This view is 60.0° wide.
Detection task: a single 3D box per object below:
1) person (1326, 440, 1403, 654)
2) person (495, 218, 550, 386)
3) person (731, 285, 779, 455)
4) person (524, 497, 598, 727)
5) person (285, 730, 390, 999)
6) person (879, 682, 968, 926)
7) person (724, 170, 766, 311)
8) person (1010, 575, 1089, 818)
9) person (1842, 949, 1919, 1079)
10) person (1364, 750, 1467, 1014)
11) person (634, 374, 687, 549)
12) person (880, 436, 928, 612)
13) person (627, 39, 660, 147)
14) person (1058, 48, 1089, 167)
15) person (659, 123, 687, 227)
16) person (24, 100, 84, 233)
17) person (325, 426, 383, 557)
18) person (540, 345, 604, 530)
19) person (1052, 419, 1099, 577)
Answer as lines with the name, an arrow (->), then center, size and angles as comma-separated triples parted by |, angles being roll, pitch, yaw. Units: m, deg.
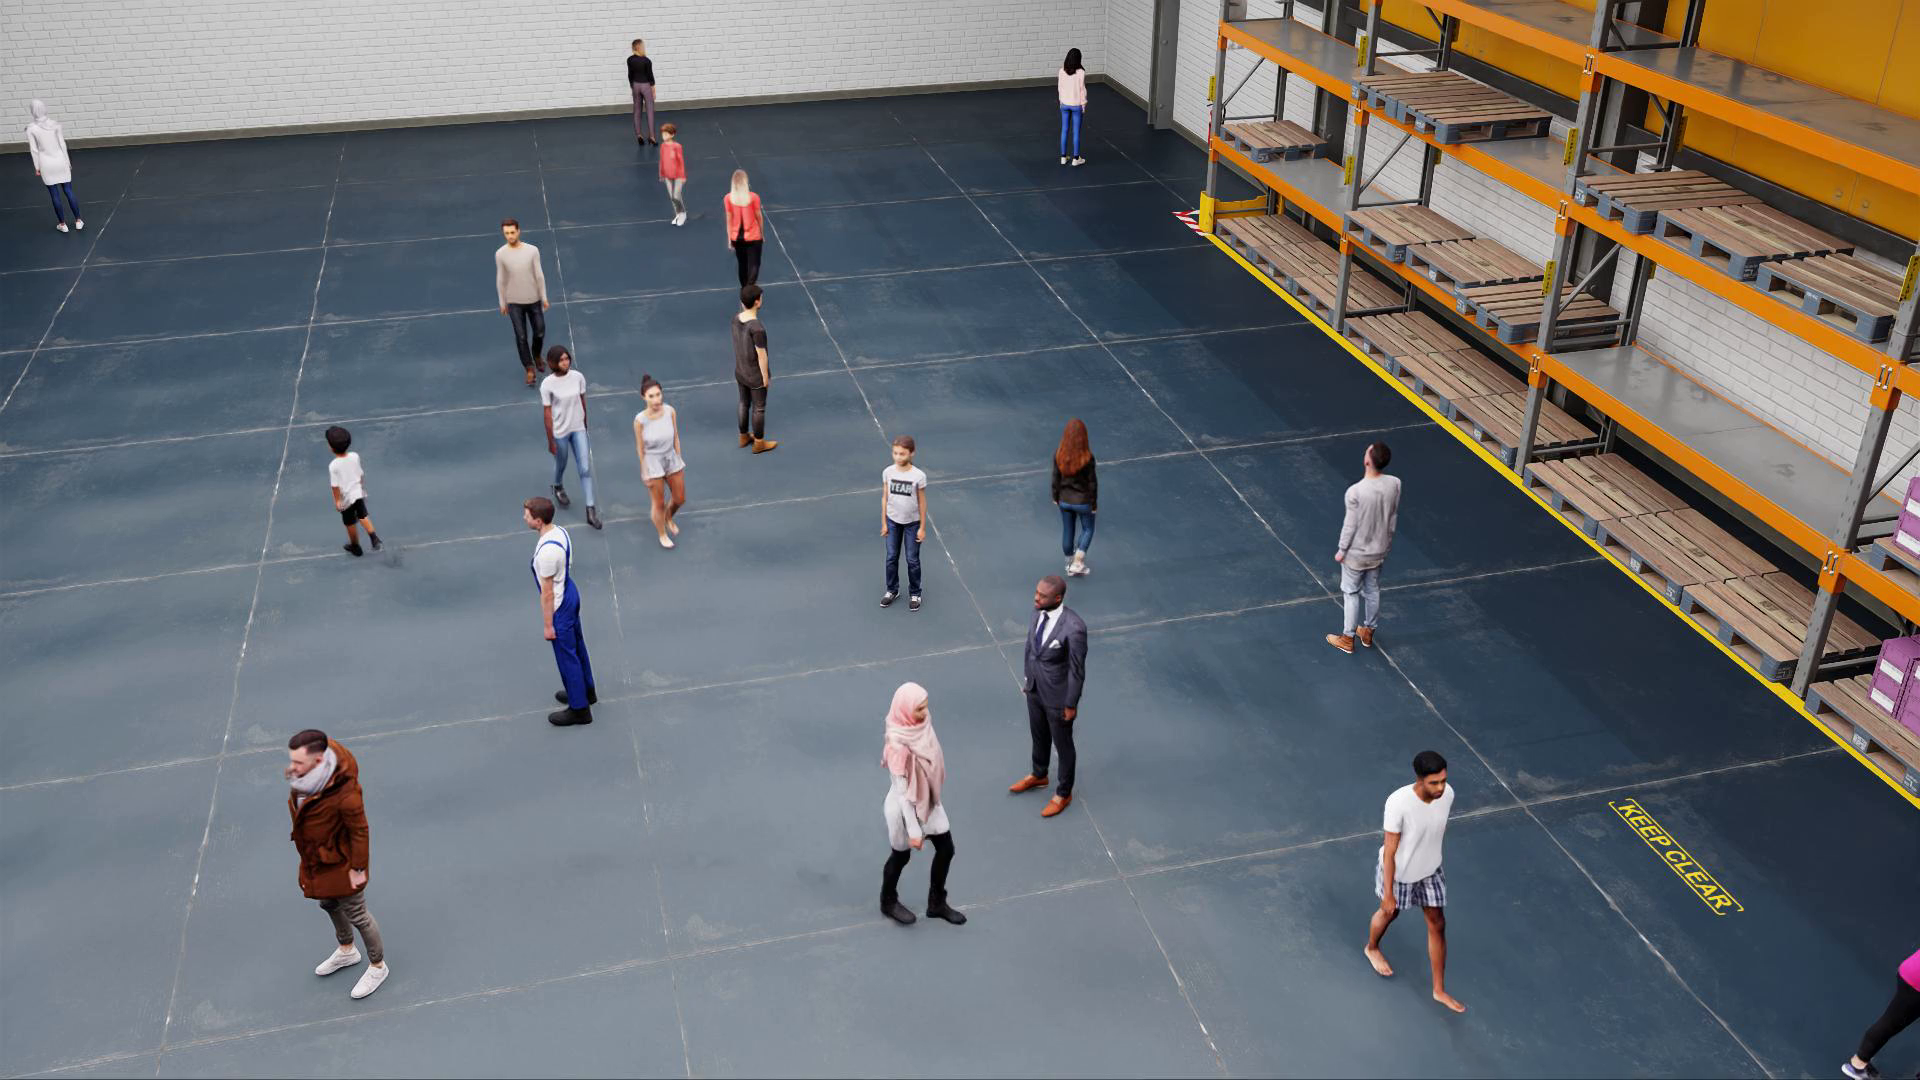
person -> 3.215, 0.049, 13.172 | 0.716, 1.840, 0.616 | -12, 31, -20
person -> -4.729, -2.614, 18.038 | 0.665, 1.854, 0.719 | -7, 29, -12
person -> -2.077, -1.700, 16.512 | 0.751, 1.711, 0.634 | -25, 37, -38
person -> -2.956, 0.502, 12.334 | 0.732, 1.847, 0.591 | 0, 29, 0
person -> -3.695, 1.871, 9.830 | 0.843, 1.841, 0.915 | 19, 34, 31
person -> -0.385, 1.647, 10.302 | 0.947, 1.782, 0.888 | 16, 33, 27
person -> -2.597, -3.582, 20.001 | 0.862, 1.674, 1.090 | 4, 29, 8
person -> 0.630, 1.029, 11.393 | 0.834, 1.824, 0.665 | -19, 34, -31
person -> 5.198, 2.362, 9.099 | 0.933, 1.680, 0.829 | 23, 36, 36
person -> 2.628, 1.917, 9.896 | 0.740, 1.697, 1.012 | -12, 31, -21
person -> -2.703, -0.706, 14.809 | 0.661, 1.598, 0.678 | -20, 34, -32
person -> -0.466, -0.166, 13.857 | 0.634, 1.562, 0.669 | 8, 30, 15
person -> -5.063, -7.124, 26.500 | 0.690, 1.669, 0.710 | 9, 30, 15
person -> 1.719, -6.660, 25.545 | 0.707, 1.770, 0.774 | 17, 33, 28
person -> -3.914, -5.064, 22.999 | 0.632, 1.405, 0.689 | 14, 32, 24
person -> -12.365, -5.100, 22.677 | 0.676, 1.777, 0.653 | -20, 34, -32
person -> -5.326, -0.408, 14.620 | 0.760, 1.255, 0.694 | 17, 33, 28
person -> -3.631, -0.979, 15.228 | 0.867, 1.675, 1.224 | -19, 34, -30
person -> 0.973, -0.328, 14.239 | 0.696, 1.478, 0.740 | 12, 31, 20
